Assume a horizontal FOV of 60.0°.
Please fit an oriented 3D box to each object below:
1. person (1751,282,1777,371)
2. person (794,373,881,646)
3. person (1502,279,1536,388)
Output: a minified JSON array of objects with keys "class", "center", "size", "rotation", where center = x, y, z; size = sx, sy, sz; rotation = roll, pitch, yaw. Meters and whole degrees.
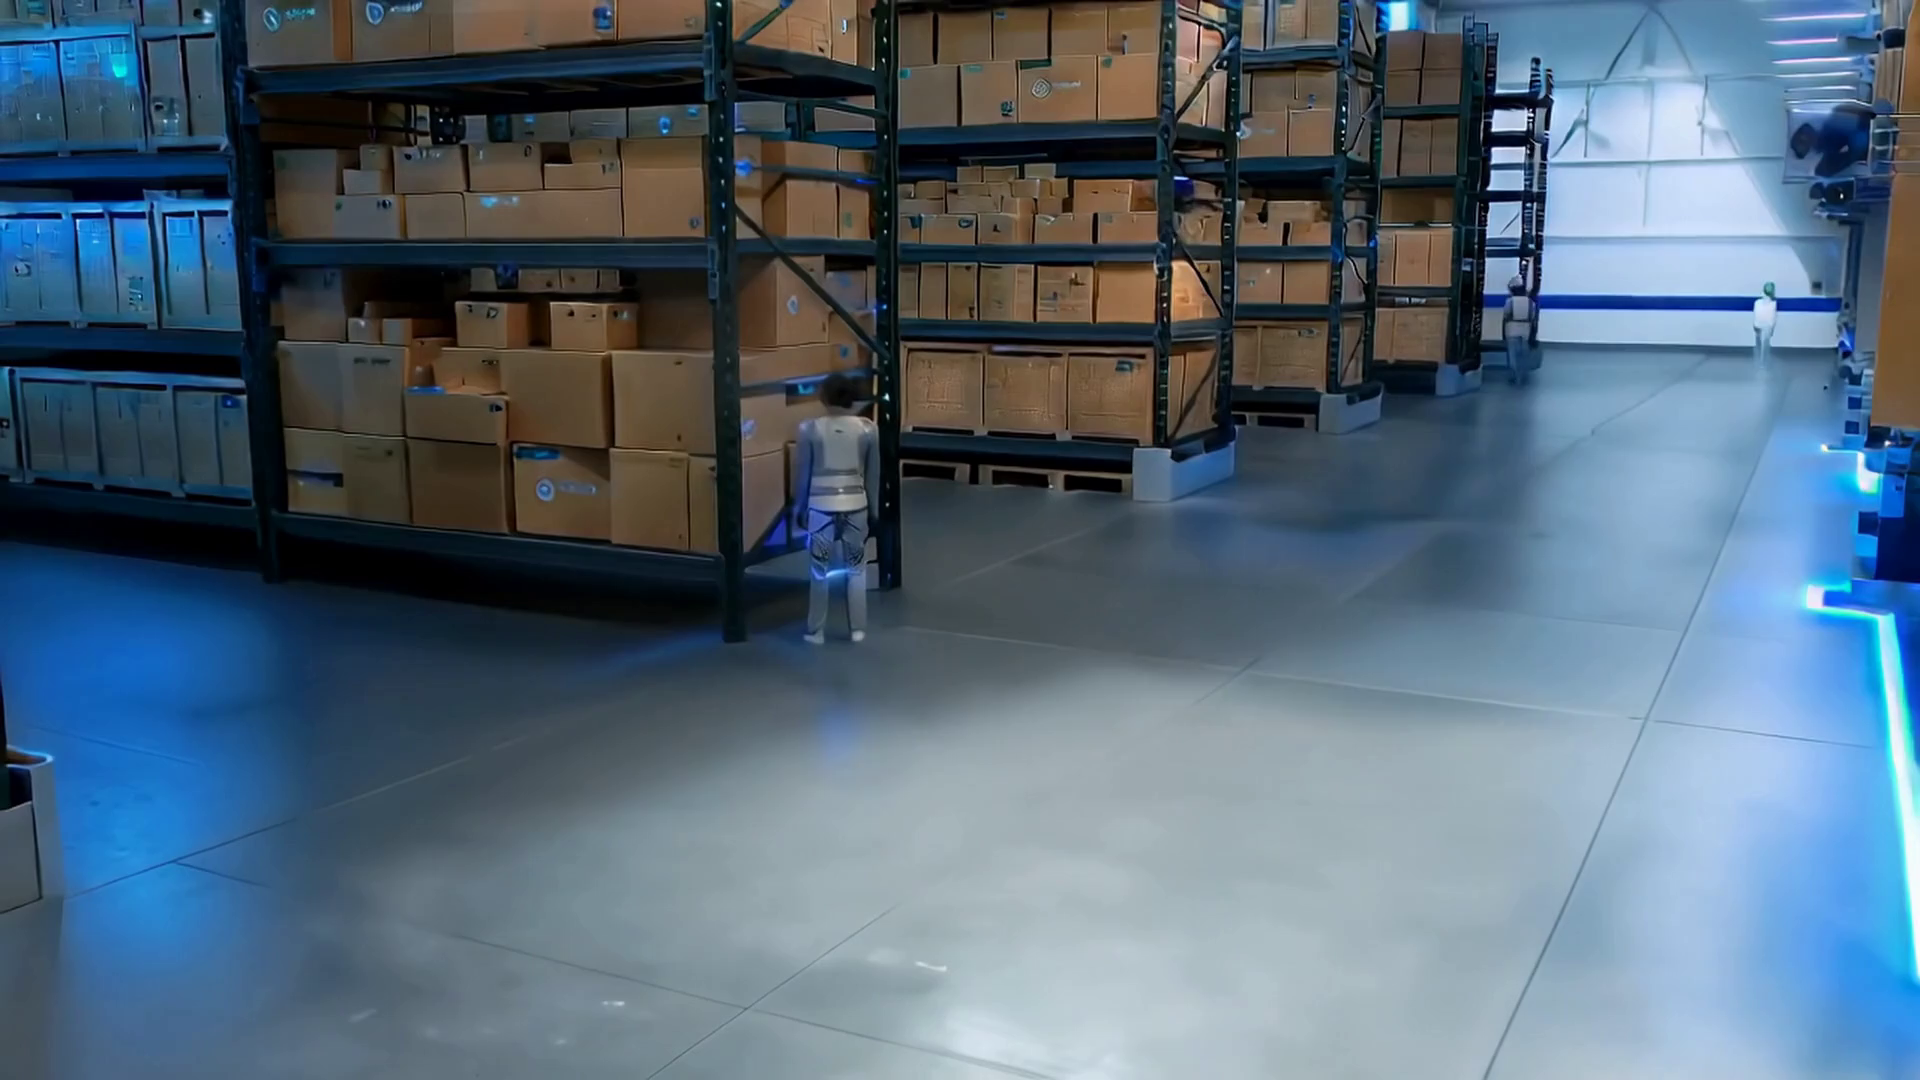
[{"class":"person","center":[16.001,-4.236,33.025],"size":[0.342,1.750,0.568],"rotation":[-2,10,-10]},{"class":"person","center":[-0.725,-0.179,9.897],"size":[0.524,1.631,0.318],"rotation":[-3,10,-16]},{"class":"person","center":[9.748,-3.615,29.100],"size":[0.556,1.868,0.965],"rotation":[-1,10,-6]}]
